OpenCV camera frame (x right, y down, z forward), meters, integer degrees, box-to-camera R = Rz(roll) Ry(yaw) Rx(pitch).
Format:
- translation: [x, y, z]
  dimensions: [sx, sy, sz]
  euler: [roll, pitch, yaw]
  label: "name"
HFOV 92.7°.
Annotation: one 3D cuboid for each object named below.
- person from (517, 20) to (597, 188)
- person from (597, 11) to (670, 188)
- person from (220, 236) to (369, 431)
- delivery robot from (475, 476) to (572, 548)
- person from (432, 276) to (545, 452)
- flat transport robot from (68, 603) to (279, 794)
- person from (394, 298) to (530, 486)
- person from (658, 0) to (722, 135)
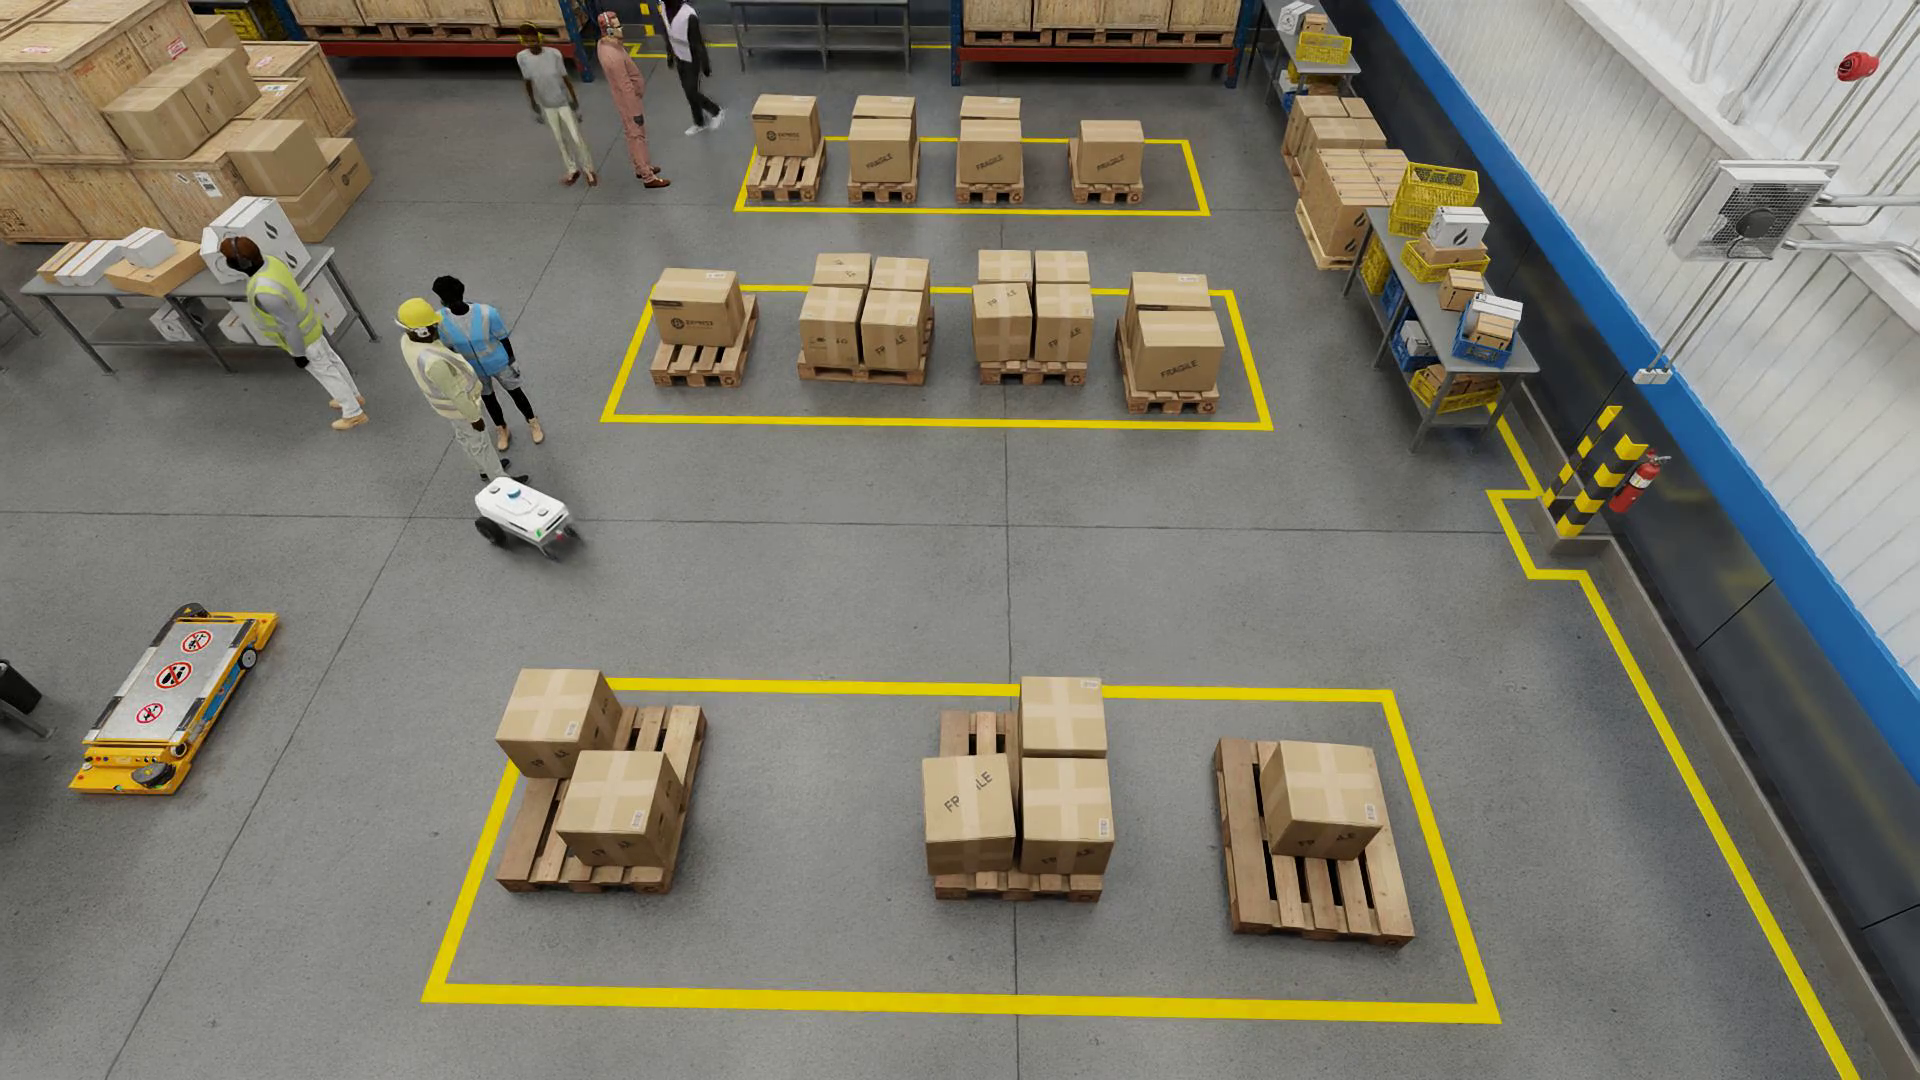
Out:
- translation: [-4.645, -4.980, 10.538]
  dimensions: [0.529, 1.857, 0.345]
  euler: [-6, 50, -5]
  label: "person"
- translation: [-3.791, -5.042, 10.551]
  dimensions: [0.410, 1.909, 0.643]
  euler: [-23, 54, -18]
  label: "person"
- translation: [-5.643, -1.746, 7.804]
  dimensions: [0.430, 1.845, 0.620]
  euler: [-19, 52, -15]
  label: "person"
- translation: [-3.482, -0.240, 7.308]
  dimensions: [0.707, 0.478, 0.477]
  euler: [22, 53, 18]
  label: "delivery robot"
- translation: [-3.956, -1.463, 7.658]
  dimensions: [0.535, 1.697, 0.318]
  euler: [-13, 51, -11]
  label: "person"
- translation: [-5.504, 1.072, 6.442]
  dimensions: [0.652, 0.197, 1.431]
  euler: [1, 50, 1]
  label: "flat transport robot"
- translation: [-3.973, -1.108, 7.277]
  dimensions: [0.586, 1.824, 0.403]
  euler: [36, 59, 27]
  label: "person"
- translation: [-3.379, -5.954, 11.329]
  dimensions: [0.645, 1.895, 0.455]
  euler: [36, 58, 26]
  label: "person"
